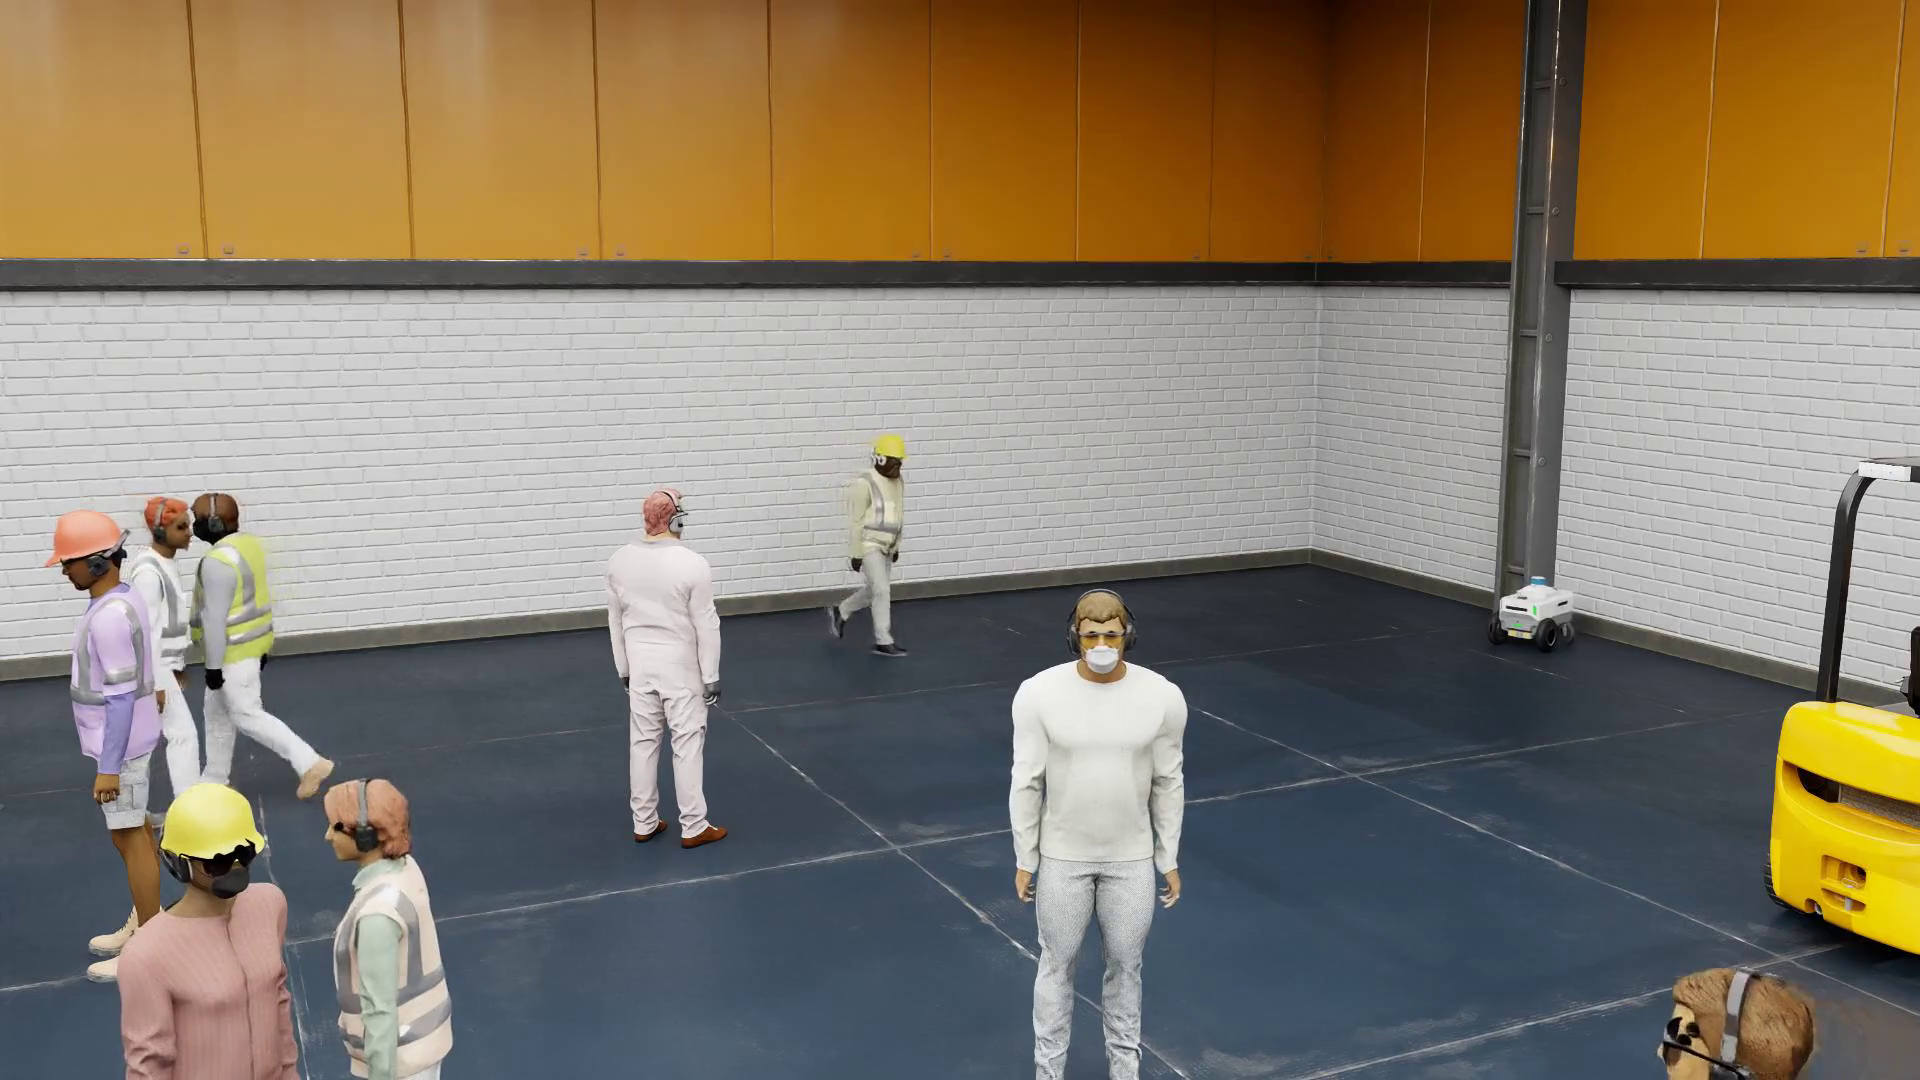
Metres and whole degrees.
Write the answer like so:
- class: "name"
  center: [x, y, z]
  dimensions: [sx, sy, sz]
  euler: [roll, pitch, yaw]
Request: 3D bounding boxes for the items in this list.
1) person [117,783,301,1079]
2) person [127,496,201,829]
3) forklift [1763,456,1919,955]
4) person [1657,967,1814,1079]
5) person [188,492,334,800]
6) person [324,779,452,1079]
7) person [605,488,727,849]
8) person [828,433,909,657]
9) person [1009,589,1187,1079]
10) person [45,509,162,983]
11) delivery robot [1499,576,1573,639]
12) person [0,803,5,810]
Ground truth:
- class: "person"
  center: [-1.880, 1.474, 4.273]
  dimensions: [0.326, 1.767, 0.533]
  euler: [3, 10, 21]
- class: "person"
  center: [-4.247, 0.690, 8.881]
  dimensions: [0.653, 1.855, 0.583]
  euler: [-4, 10, -21]
- class: "forklift"
  center: [4.857, 0.731, 7.561]
  dimensions: [2.313, 2.155, 1.214]
  euler: [-4, 10, -25]
- class: "person"
  center: [1.423, 1.655, 2.948]
  dimensions: [0.506, 1.835, 0.506]
  euler: [7, 11, 37]
- class: "person"
  center: [-4.052, 0.619, 9.450]
  dimensions: [0.862, 1.810, 0.627]
  euler: [-1, 9, -9]
- class: "person"
  center: [-1.609, 1.469, 4.740]
  dimensions: [0.321, 1.631, 0.513]
  euler: [-2, 9, -12]
- class: "person"
  center: [-1.533, 0.677, 8.784]
  dimensions: [0.642, 1.908, 0.408]
  euler: [4, 10, 22]
- class: "person"
  center: [-0.732, 0.023, 13.251]
  dimensions: [0.746, 1.791, 0.599]
  euler: [5, 10, 29]
- class: "person"
  center: [0.488, 1.126, 5.901]
  dimensions: [0.628, 1.940, 0.373]
  euler: [0, 9, -2]
- class: "person"
  center: [-3.655, 0.874, 7.163]
  dimensions: [0.382, 2.037, 0.606]
  euler: [-4, 10, -23]
- class: "delivery robot"
  center: [4.690, 0.539, 13.531]
  dimensions: [0.477, 0.478, 0.707]
  euler: [9, 13, 44]
- class: "person"
  center: [-5.533, 0.691, 9.136]
  dimensions: [0.327, 1.767, 0.531]
  euler: [1, 9, 8]
